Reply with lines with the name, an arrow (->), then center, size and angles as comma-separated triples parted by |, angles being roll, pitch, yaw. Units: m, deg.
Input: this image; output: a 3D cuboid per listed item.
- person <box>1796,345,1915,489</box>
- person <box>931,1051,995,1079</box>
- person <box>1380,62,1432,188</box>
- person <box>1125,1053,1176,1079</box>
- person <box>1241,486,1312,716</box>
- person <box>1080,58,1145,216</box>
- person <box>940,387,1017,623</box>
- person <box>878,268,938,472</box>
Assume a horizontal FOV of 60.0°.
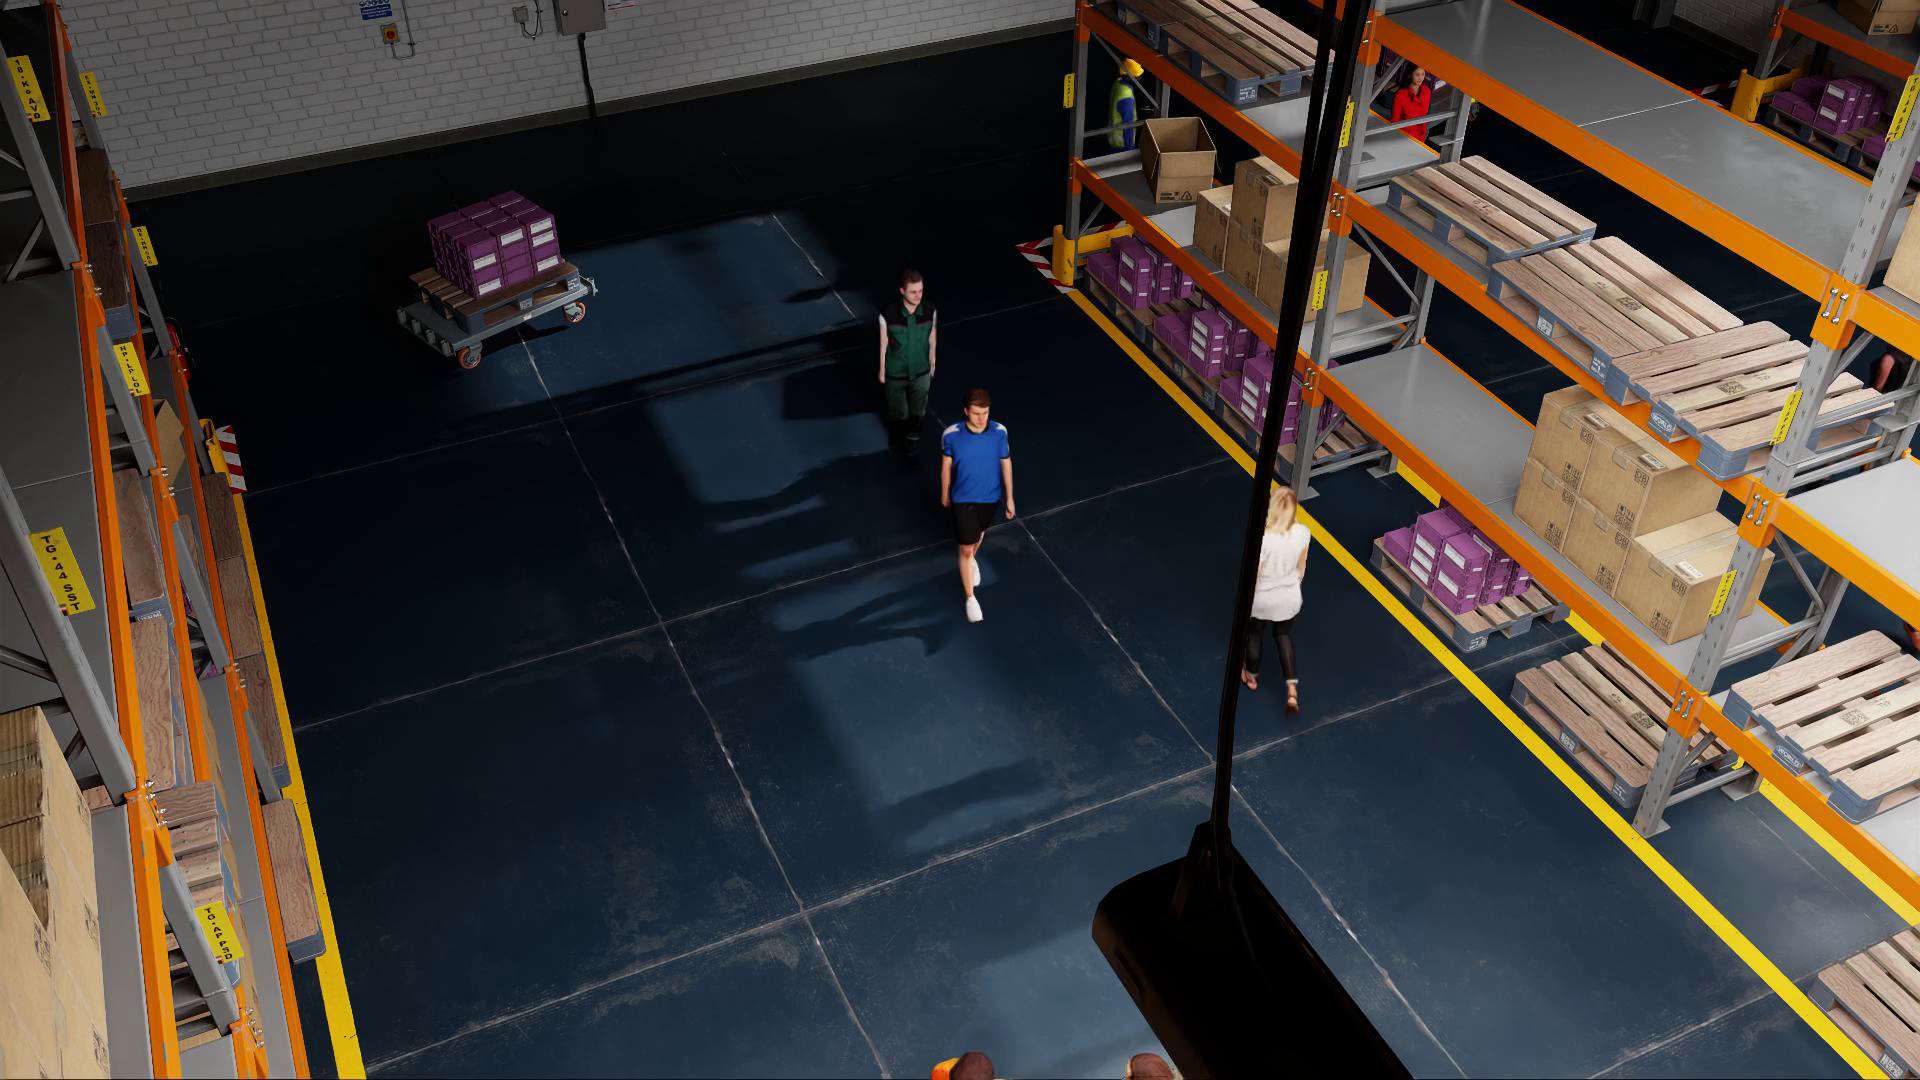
person -> 7.304, -0.985, 13.134 | 0.679, 1.726, 0.777 | -22, 43, -25
person -> 0.109, 2.944, 8.122 | 1.053, 1.840, 1.185 | -31, 48, -33
person -> 4.534, -4.059, 16.964 | 0.605, 1.748, 0.584 | -16, 41, -19
person -> 0.945, 3.020, 8.323 | 0.851, 1.470, 0.757 | 6, 39, 8
person -> 2.173, 0.446, 11.273 | 0.710, 1.811, 1.008 | -10, 40, -12
person -> 1.576, -4.069, 16.956 | 0.914, 1.775, 1.038 | -8, 39, -10
person -> 0.095, -0.392, 12.306 | 0.768, 1.831, 1.130 | -9, 40, -12
person -> -0.451, -1.428, 13.608 | 0.708, 1.825, 0.780 | -11, 40, -13
